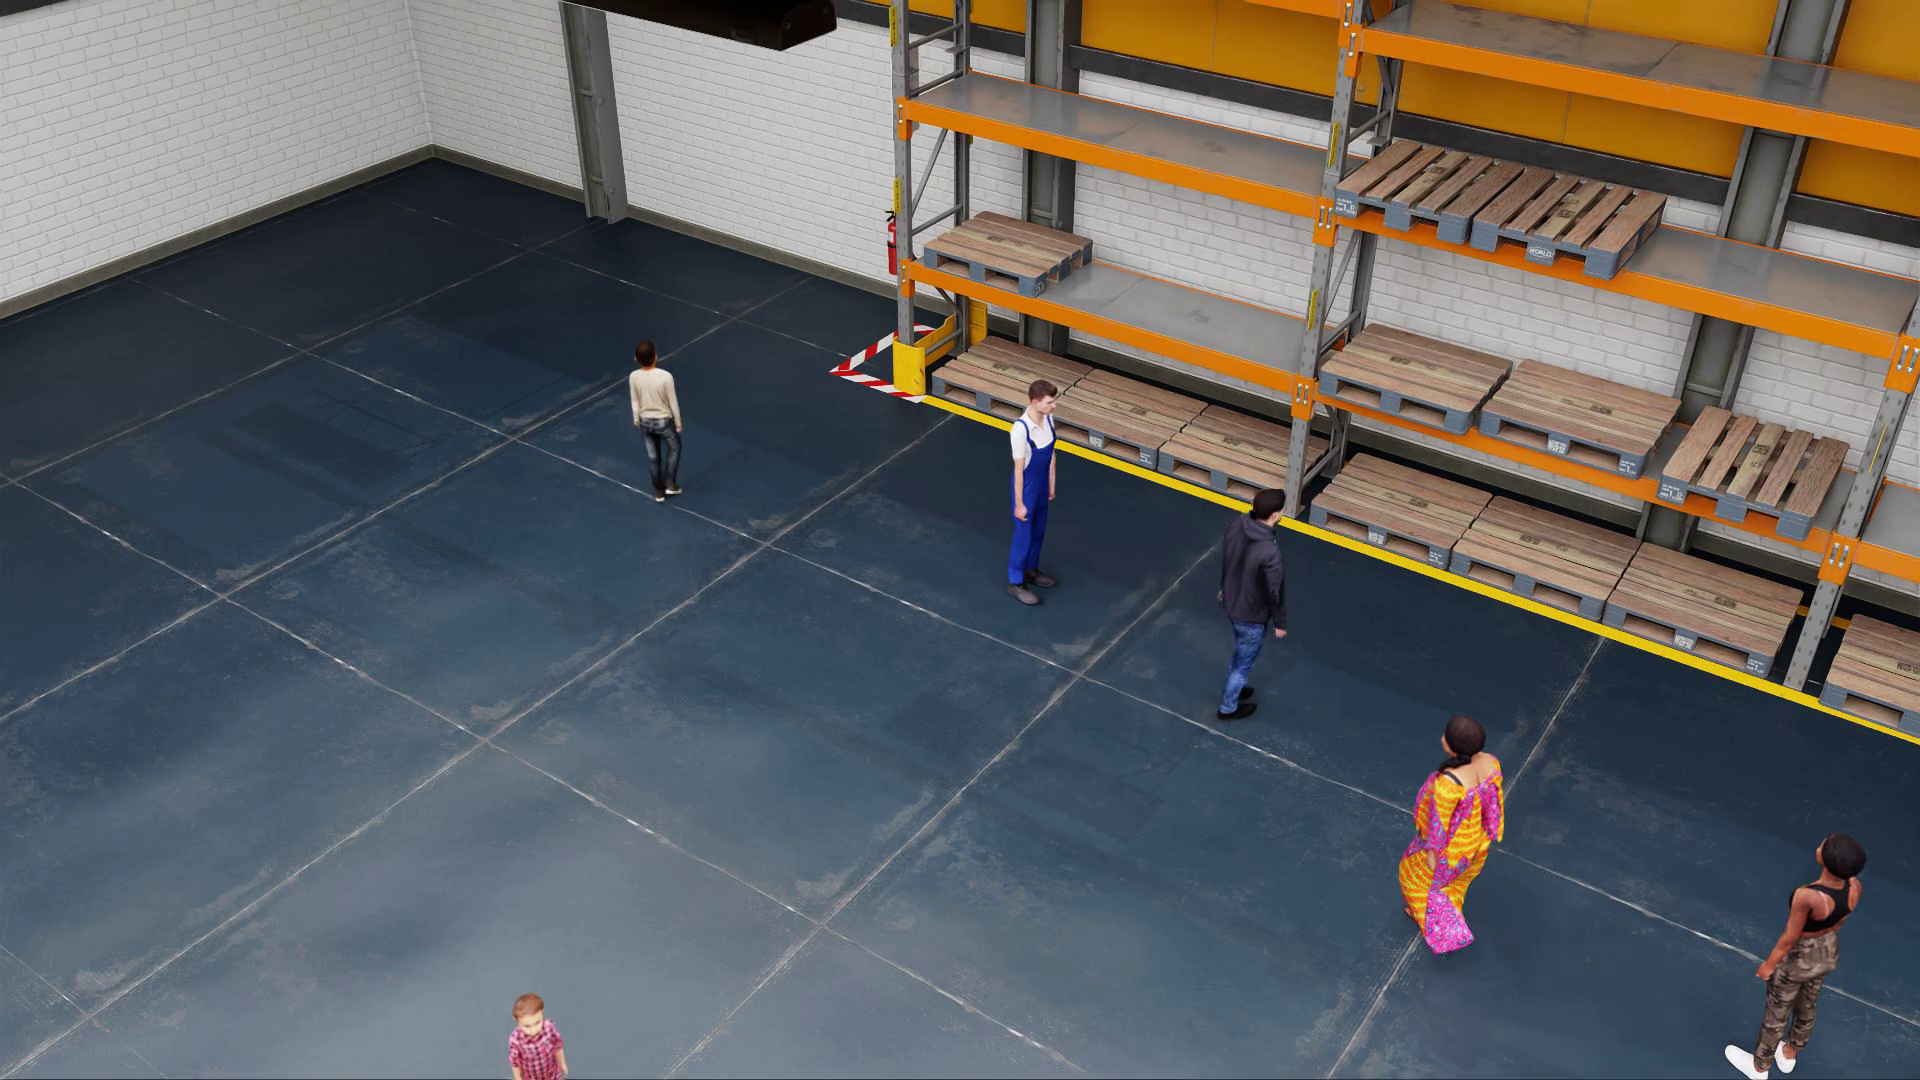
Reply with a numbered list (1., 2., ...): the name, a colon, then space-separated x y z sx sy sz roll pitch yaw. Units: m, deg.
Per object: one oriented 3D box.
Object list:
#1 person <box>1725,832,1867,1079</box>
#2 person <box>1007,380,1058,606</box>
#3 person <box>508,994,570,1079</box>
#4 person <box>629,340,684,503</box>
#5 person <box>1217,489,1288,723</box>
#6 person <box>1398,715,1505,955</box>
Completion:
1. person: 4.453 2.209 8.791 0.660 1.699 0.698 -11 35 -15
2. person: 0.530 -0.401 12.585 0.580 1.846 0.636 24 40 31
3. person: -2.196 2.708 8.657 0.532 1.018 0.611 -17 37 -24
4. person: -2.520 -0.938 13.746 0.630 1.456 0.728 3 34 4
5. person: 1.867 0.485 11.226 0.880 1.875 0.764 -15 36 -21
6. person: 2.864 1.721 9.555 0.790 1.666 0.896 -21 39 -28
